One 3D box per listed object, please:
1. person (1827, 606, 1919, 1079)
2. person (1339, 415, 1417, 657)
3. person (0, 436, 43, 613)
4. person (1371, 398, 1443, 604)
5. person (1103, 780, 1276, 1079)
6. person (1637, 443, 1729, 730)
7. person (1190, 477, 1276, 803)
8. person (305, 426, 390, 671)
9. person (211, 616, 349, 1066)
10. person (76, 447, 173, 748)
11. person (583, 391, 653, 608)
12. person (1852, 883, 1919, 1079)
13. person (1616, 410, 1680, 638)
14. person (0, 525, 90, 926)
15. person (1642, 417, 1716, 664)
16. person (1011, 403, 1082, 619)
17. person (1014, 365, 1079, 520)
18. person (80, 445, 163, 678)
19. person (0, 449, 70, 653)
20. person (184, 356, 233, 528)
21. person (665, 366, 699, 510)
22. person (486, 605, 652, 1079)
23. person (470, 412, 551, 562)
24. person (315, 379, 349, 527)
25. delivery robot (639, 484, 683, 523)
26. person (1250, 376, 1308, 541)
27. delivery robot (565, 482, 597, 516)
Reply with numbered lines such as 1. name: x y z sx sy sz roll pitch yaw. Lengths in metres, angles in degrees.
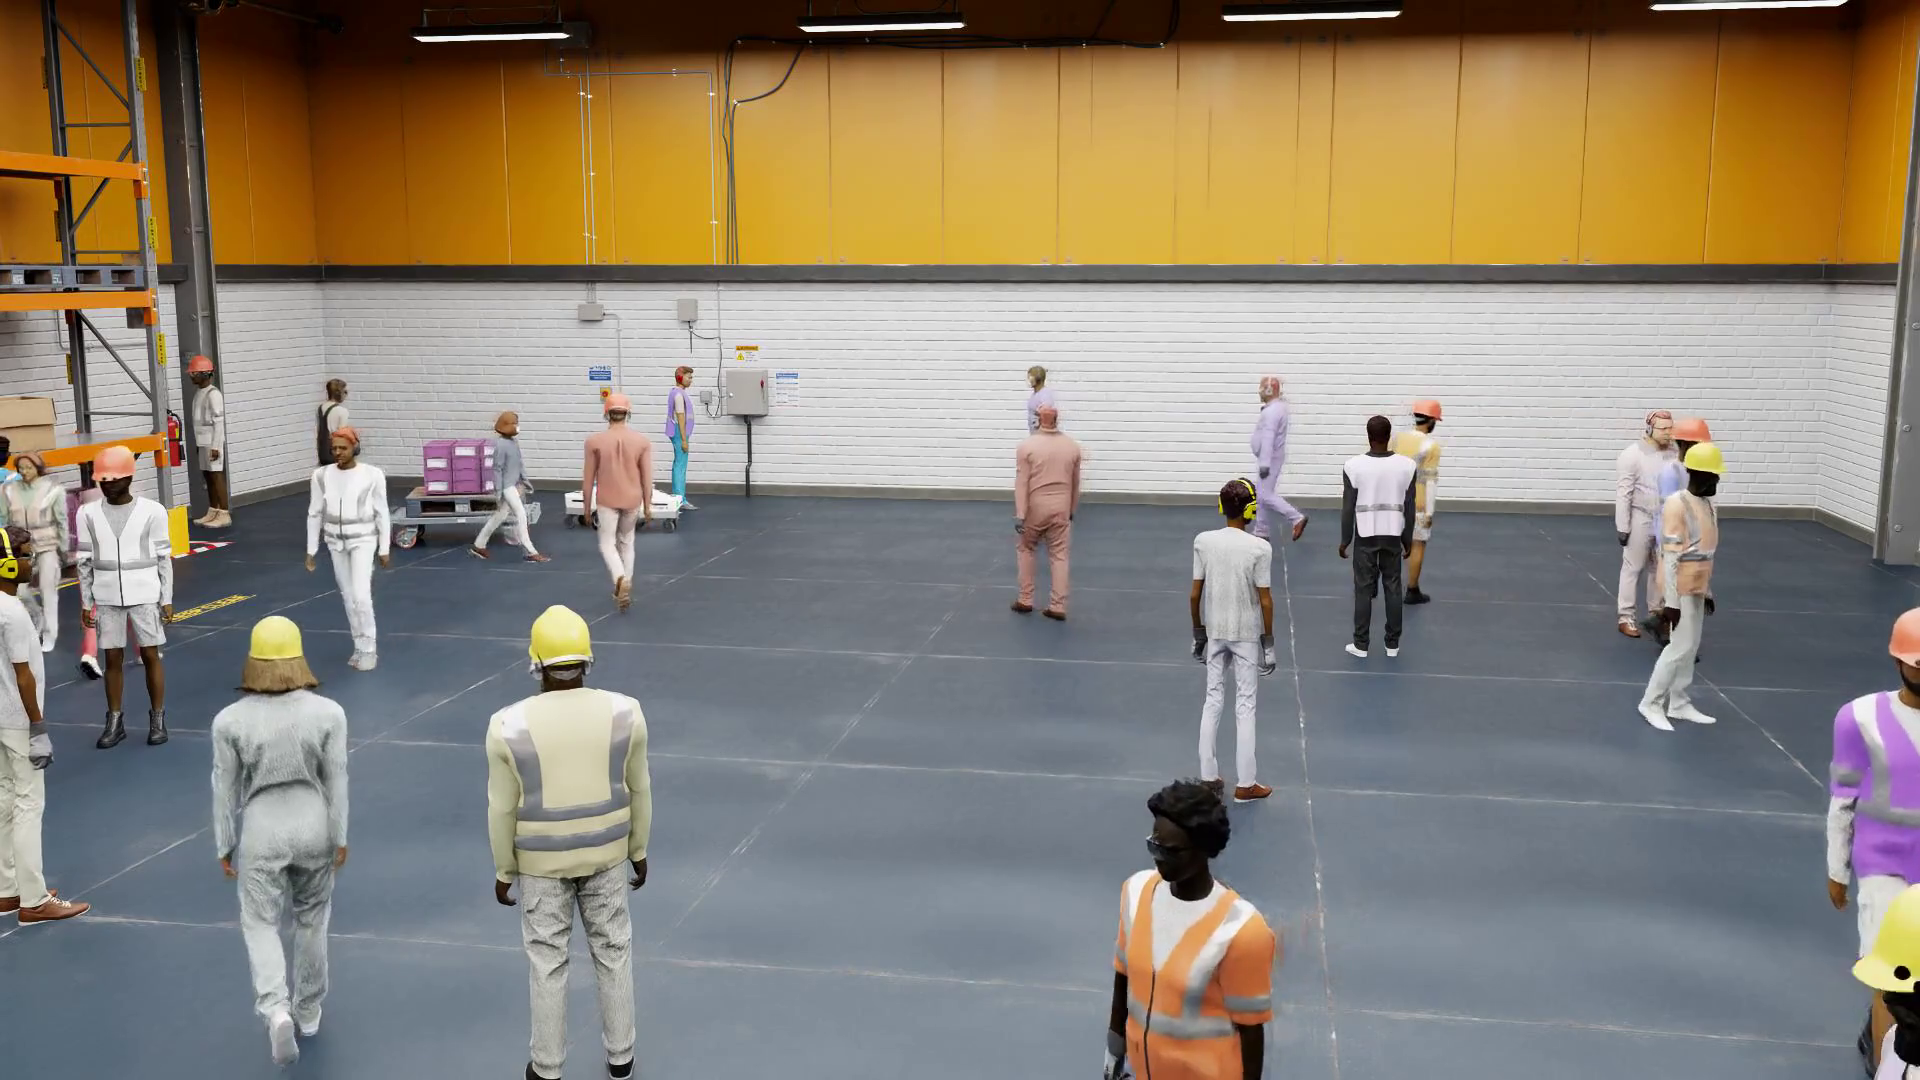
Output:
1. person: 3.391 1.151 5.918 0.564 1.893 0.986 2 9 13
2. person: 3.288 -0.023 13.104 0.589 1.914 0.392 0 9 -1
3. person: -8.179 -0.069 14.197 0.541 1.654 0.882 2 9 12
4. person: 4.038 -0.330 15.041 0.690 1.906 0.591 -6 11 -34
5. person: 0.671 1.461 4.668 0.823 1.665 0.537 -7 11 -36
6. person: 4.843 0.306 11.068 0.684 1.919 0.450 -9 13 -44
7. person: 1.574 0.570 9.560 0.534 1.869 0.315 6 11 35
8. person: -4.683 0.073 12.692 0.586 1.860 0.636 1 9 7
9. person: -2.596 1.153 6.405 0.492 1.723 0.666 -4 10 -25
10. person: -5.320 0.368 10.610 0.551 1.933 0.376 -2 9 -14
11. person: -3.069 -0.356 15.003 0.622 1.968 0.802 -4 10 -24
12. person: 1.816 1.577 3.182 0.582 1.905 0.595 -1 9 -3
13. person: 5.768 -0.133 13.840 0.644 1.903 0.401 -2 9 -15
14. person: -4.392 0.860 7.765 0.518 1.872 0.326 7 11 37
15. person: 5.600 -0.004 12.952 0.553 1.921 0.451 -7 11 -36
16. person: 0.724 -0.263 14.679 0.676 1.879 0.769 -4 10 -23
17. person: 1.062 -1.184 20.323 0.745 1.919 0.633 -1 9 -7
18. person: -6.388 0.157 12.562 0.524 1.730 0.838 0 9 -2
19. person: -7.370 0.090 13.250 0.522 1.626 0.362 -1 9 -9
20. person: -8.955 -1.157 19.763 0.403 2.041 0.629 -9 13 -43
21. person: -3.573 -1.297 21.246 0.388 1.837 0.564 -2 9 -14
22. person: -1.428 1.143 6.112 0.590 1.837 0.404 -4 10 -24
23. person: -4.763 -0.555 17.399 0.850 1.595 0.514 0 9 0
24. person: -7.108 -0.920 18.936 0.621 1.826 0.411 6 11 31
25. delivery robot: -3.599 -0.408 19.404 0.707 0.478 0.477 0 9 -2
26. person: 3.512 -0.888 18.559 0.681 1.885 0.655 2 9 13
27. delivery robot: -4.304 -0.444 19.627 0.707 0.478 0.477 4 10 25
